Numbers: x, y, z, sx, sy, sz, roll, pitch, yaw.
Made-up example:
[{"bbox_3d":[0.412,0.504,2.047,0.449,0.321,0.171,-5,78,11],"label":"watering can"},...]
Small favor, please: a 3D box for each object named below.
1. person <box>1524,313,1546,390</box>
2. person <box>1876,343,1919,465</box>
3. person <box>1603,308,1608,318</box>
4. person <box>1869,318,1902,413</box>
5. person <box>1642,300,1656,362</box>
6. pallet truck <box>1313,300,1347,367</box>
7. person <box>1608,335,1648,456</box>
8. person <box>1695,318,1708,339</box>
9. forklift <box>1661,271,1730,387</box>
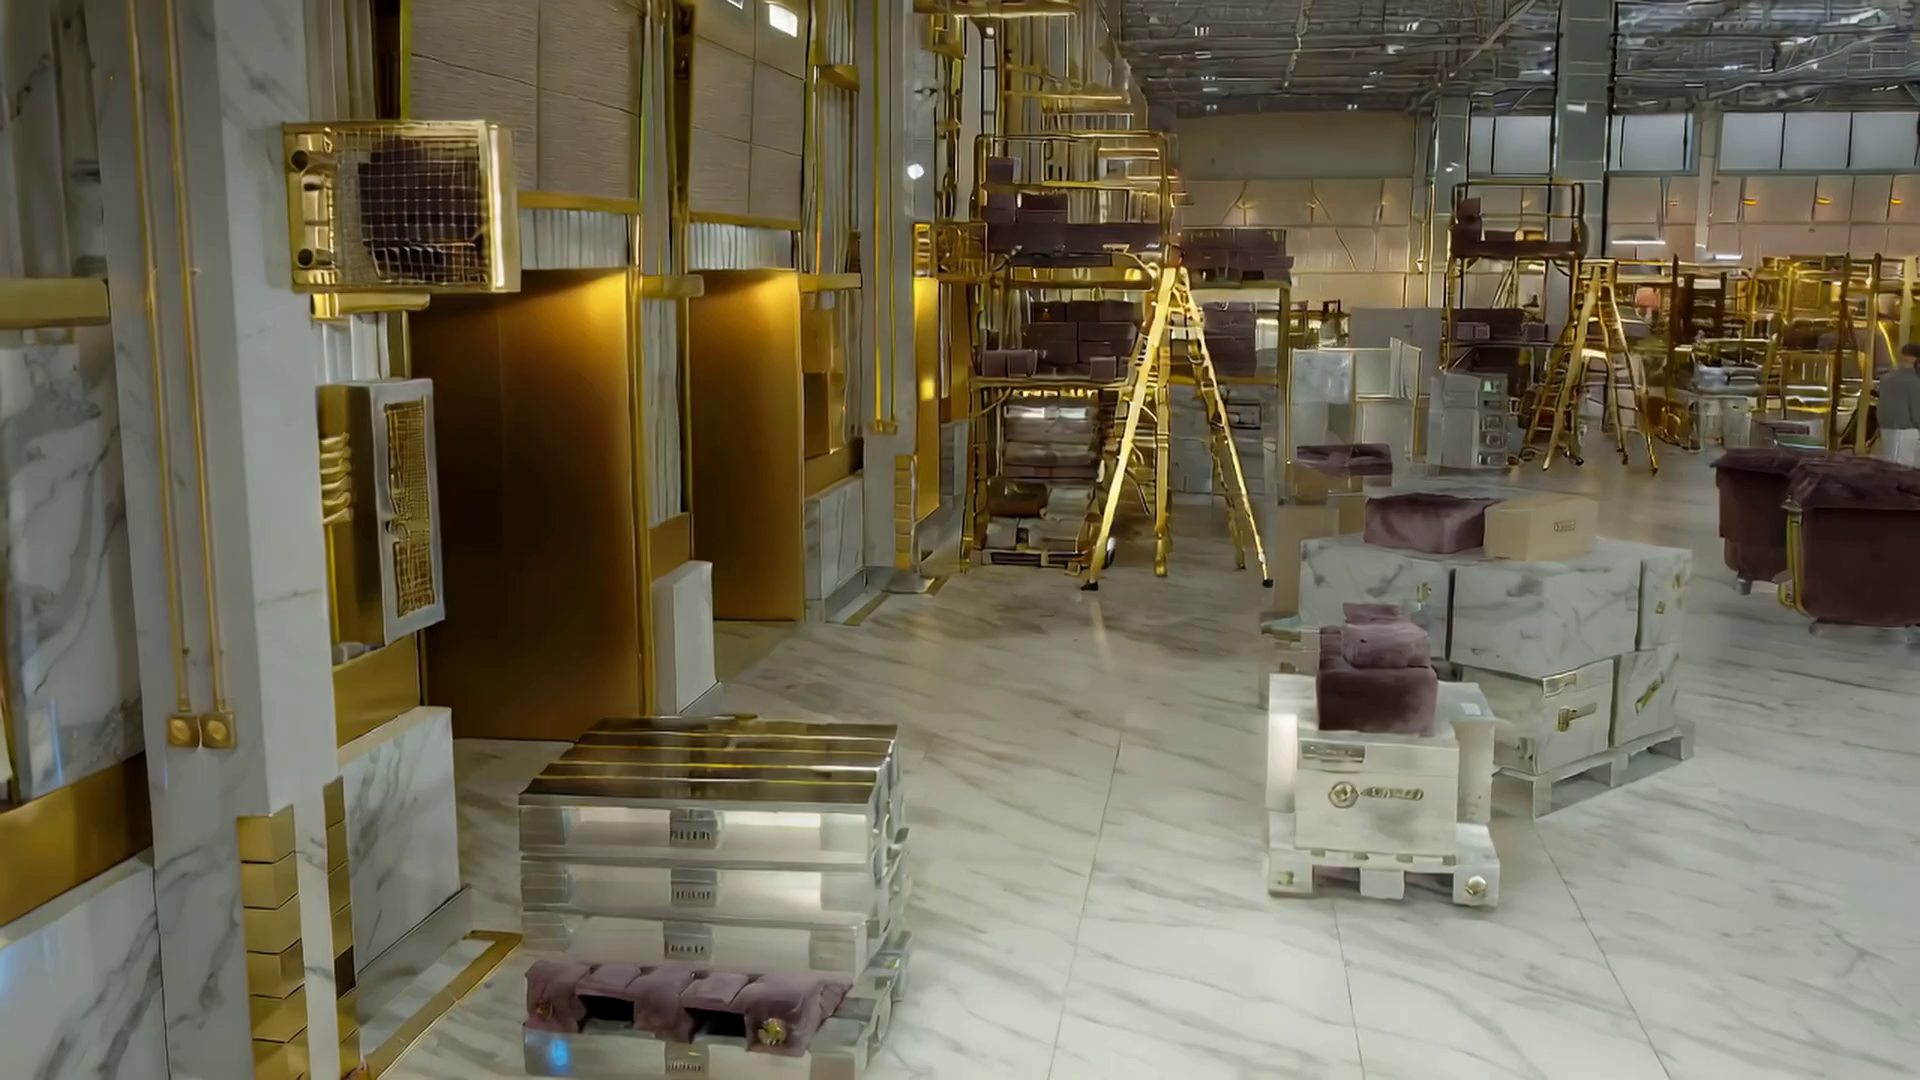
[{"bbox_3d":[13.660,-4.468,39.518,0.506,1.842,0.348,-4,10,-21],"label":"person"},{"bbox_3d":[11.229,-1.346,19.818,0.391,1.987,0.608,-5,10,-26],"label":"person"},{"bbox_3d":[16.987,-5.176,43.700,0.650,1.892,0.977,0,9,1],"label":"person"},{"bbox_3d":[18.023,-3.355,32.398,0.640,1.921,0.577,1,9,5],"label":"person"},{"bbox_3d":[21.508,-6.520,51.927,0.377,1.932,0.544,5,11,30],"label":"person"},{"bbox_3d":[11.159,-6.200,49.718,0.823,1.965,1.885,4,10,26],"label":"pallet truck"},{"bbox_3d":[10.235,-2.202,25.491,0.596,1.864,0.461,-4,10,-25],"label":"person"},{"bbox_3d":[17.314,-4.321,38.915,0.294,1.744,0.486,5,10,27],"label":"person"},{"bbox_3d":[17.529,-4.940,39.234,1.129,2.768,1.873,1,9,5],"label":"forklift"}]
